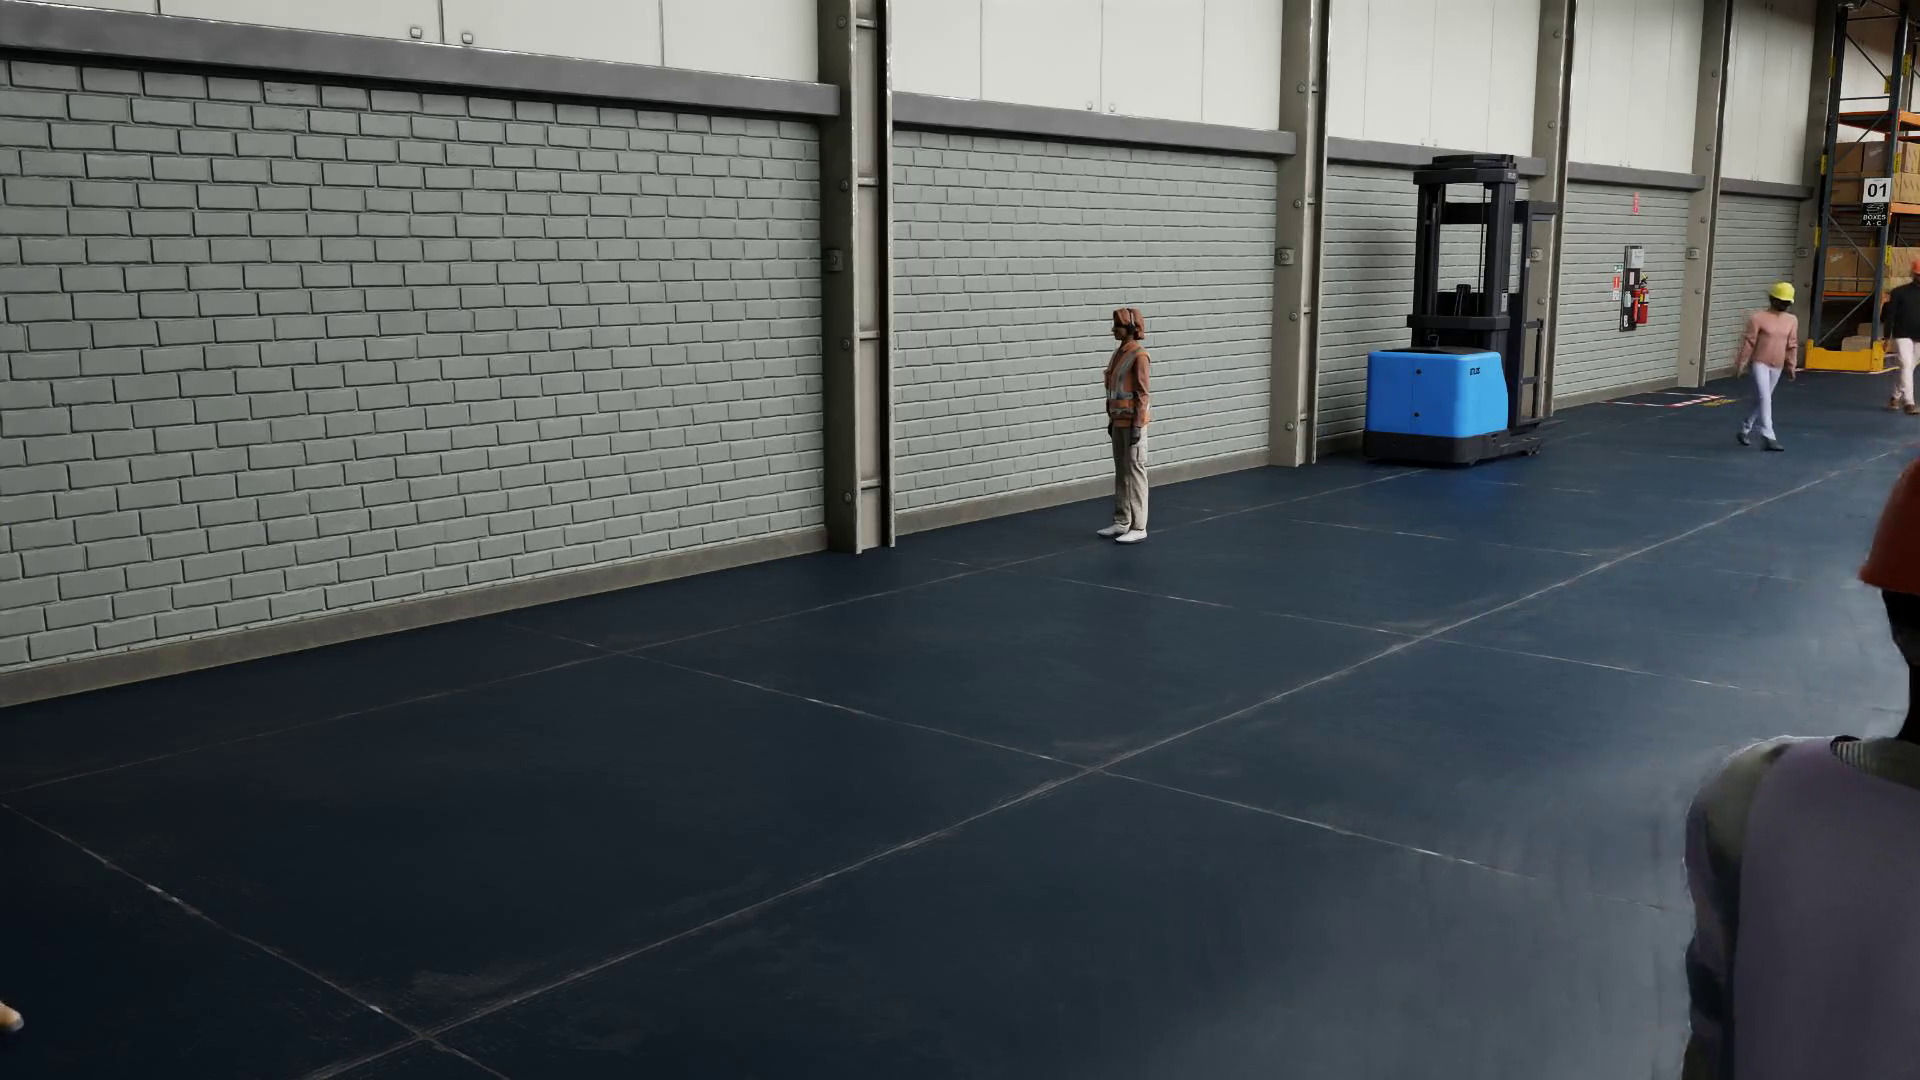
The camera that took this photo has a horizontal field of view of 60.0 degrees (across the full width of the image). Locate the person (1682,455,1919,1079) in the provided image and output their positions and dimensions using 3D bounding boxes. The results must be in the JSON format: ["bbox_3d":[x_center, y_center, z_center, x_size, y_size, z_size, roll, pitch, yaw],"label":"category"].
[{"bbox_3d":[0.868,0.826,1.664,0.880,1.913,0.554,-4,11,-22],"label":"person"}]

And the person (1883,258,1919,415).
[{"bbox_3d":[11.993,-2.582,20.981,0.623,1.938,1.050,1,10,7],"label":"person"}]

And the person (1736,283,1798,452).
[{"bbox_3d":[8.305,-1.799,17.163,0.556,1.706,0.894,-2,10,-10],"label":"person"}]

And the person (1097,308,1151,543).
[{"bbox_3d":[1.177,-0.808,11.696,0.310,1.642,0.514,-3,10,-17],"label":"person"}]

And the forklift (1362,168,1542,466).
[{"bbox_3d":[4.875,-2.212,16.287,1.129,2.768,1.873,8,13,40],"label":"forklift"}]

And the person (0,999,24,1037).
[{"bbox_3d":[-2.773,0.499,4.191,0.661,1.670,0.321,-2,10,-14],"label":"person"}]
